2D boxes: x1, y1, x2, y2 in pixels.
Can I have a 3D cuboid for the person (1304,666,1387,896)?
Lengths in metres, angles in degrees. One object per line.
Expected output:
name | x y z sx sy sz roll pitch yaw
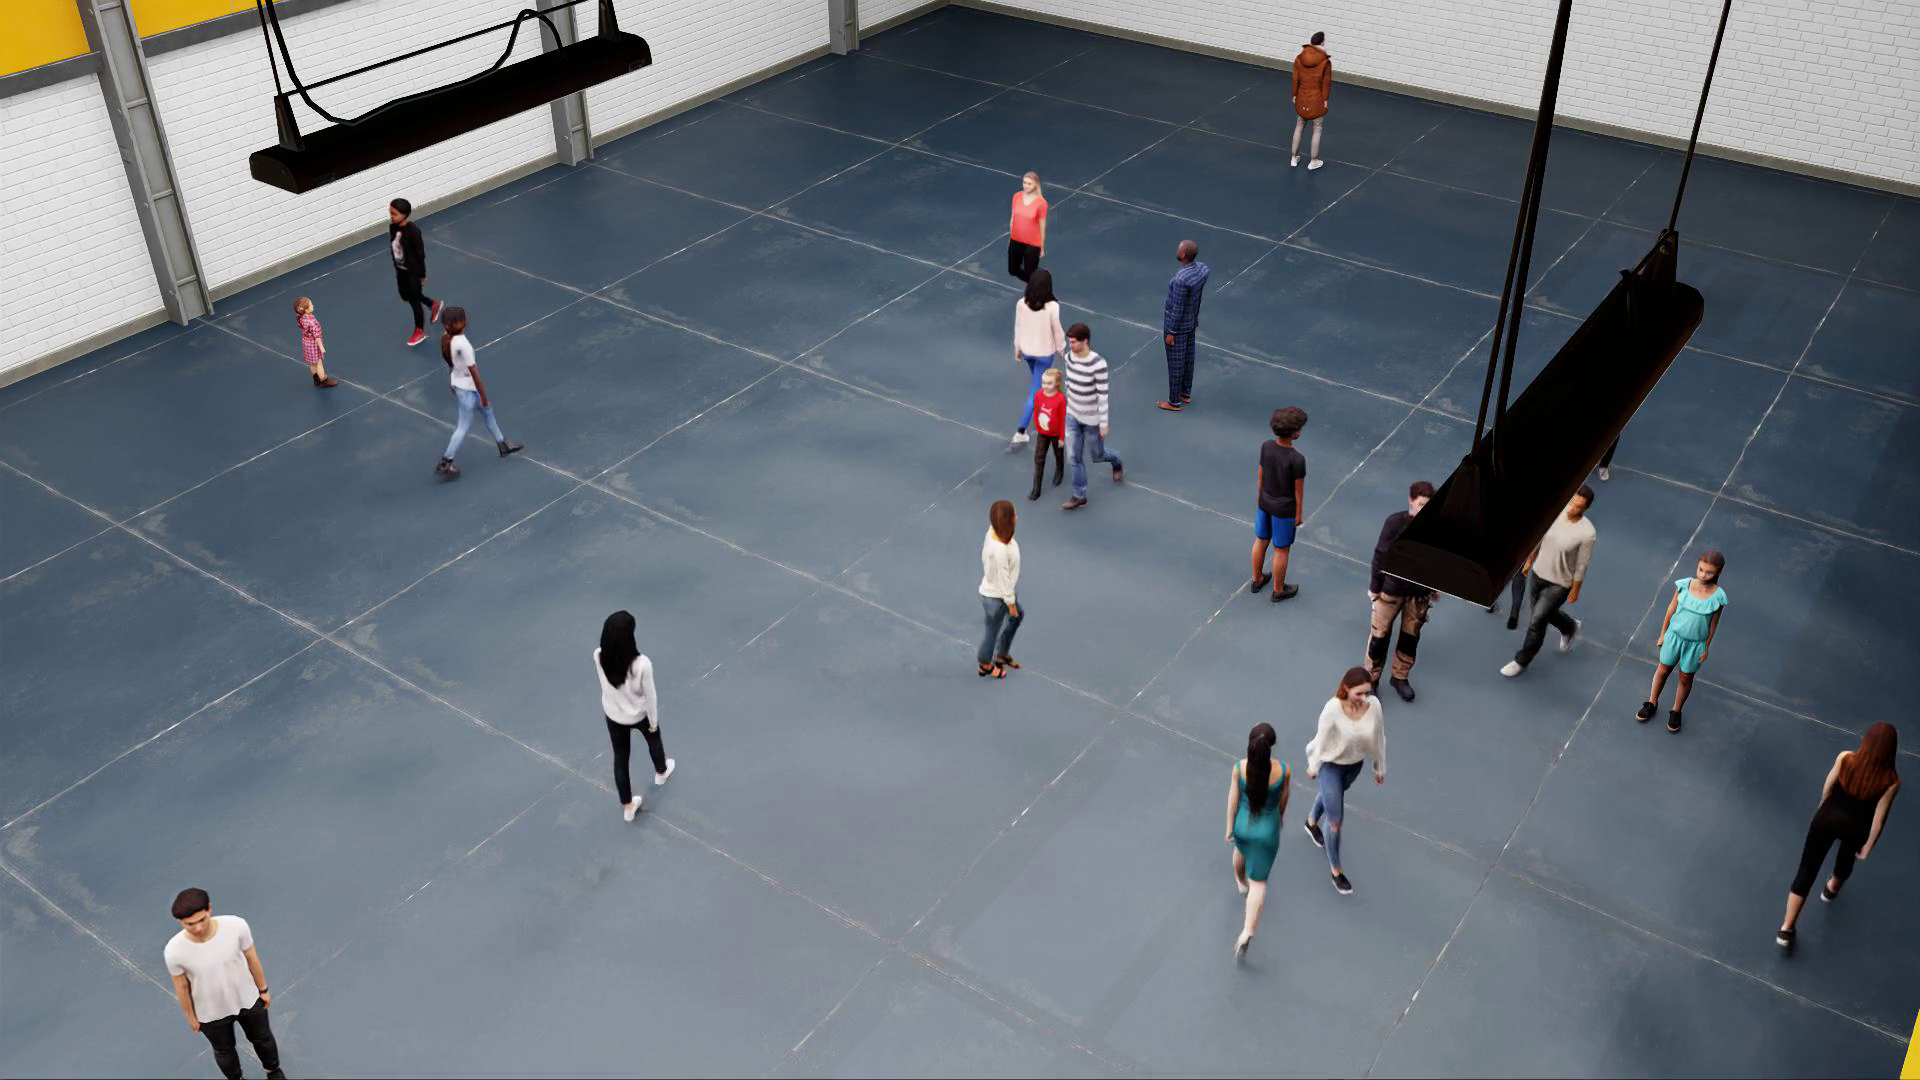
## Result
person | 2.561 1.496 11.366 1.056 1.656 1.069 -10 35 -14

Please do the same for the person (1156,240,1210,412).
person | 2.236 -2.171 16.732 0.725 1.825 0.542 23 40 30

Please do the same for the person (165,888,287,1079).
person | -4.232 2.626 9.610 0.605 1.718 0.744 -19 38 -26

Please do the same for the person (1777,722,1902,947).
person | 5.637 1.906 10.725 0.607 1.683 1.178 25 41 32

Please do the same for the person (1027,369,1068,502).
person | 0.876 -1.027 15.525 0.636 1.254 0.943 13 36 18

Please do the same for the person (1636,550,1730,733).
person | 5.501 0.743 12.588 0.533 1.558 0.530 21 39 29

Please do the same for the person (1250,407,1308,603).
person | 2.665 -0.299 13.943 0.622 1.794 0.647 -27 42 -35

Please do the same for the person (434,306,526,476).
person | -4.710 -1.366 15.653 1.219 1.677 0.859 -23 40 -30

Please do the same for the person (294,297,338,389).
person | -6.735 -2.060 17.288 0.431 1.022 0.446 23 40 31

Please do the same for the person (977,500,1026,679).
person | 0.217 0.405 12.997 0.818 1.669 0.725 1 34 1

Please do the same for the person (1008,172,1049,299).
person | 0.793 -3.337 18.610 0.617 1.686 0.772 20 38 27

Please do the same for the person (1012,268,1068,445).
person | 0.722 -1.750 16.182 0.647 1.731 1.134 20 39 27

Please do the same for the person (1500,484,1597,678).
person | 4.736 0.272 13.092 1.132 1.784 0.948 -16 37 -23

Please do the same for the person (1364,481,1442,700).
person | 3.431 0.379 12.804 0.828 1.925 0.858 -1 34 -2

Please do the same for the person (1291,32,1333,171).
person | 4.719 -5.906 22.337 0.687 1.839 0.675 21 39 28

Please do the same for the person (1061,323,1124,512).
person | 1.217 -1.162 15.221 0.791 1.814 1.089 28 43 35

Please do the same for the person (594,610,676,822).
person | -2.368 1.274 11.682 0.818 1.675 0.973 6 34 9

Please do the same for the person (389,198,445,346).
person | -5.914 -2.960 18.069 0.648 1.658 0.869 20 38 27

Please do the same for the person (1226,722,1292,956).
person | 1.900 1.931 10.719 0.758 1.648 1.099 8 35 12
